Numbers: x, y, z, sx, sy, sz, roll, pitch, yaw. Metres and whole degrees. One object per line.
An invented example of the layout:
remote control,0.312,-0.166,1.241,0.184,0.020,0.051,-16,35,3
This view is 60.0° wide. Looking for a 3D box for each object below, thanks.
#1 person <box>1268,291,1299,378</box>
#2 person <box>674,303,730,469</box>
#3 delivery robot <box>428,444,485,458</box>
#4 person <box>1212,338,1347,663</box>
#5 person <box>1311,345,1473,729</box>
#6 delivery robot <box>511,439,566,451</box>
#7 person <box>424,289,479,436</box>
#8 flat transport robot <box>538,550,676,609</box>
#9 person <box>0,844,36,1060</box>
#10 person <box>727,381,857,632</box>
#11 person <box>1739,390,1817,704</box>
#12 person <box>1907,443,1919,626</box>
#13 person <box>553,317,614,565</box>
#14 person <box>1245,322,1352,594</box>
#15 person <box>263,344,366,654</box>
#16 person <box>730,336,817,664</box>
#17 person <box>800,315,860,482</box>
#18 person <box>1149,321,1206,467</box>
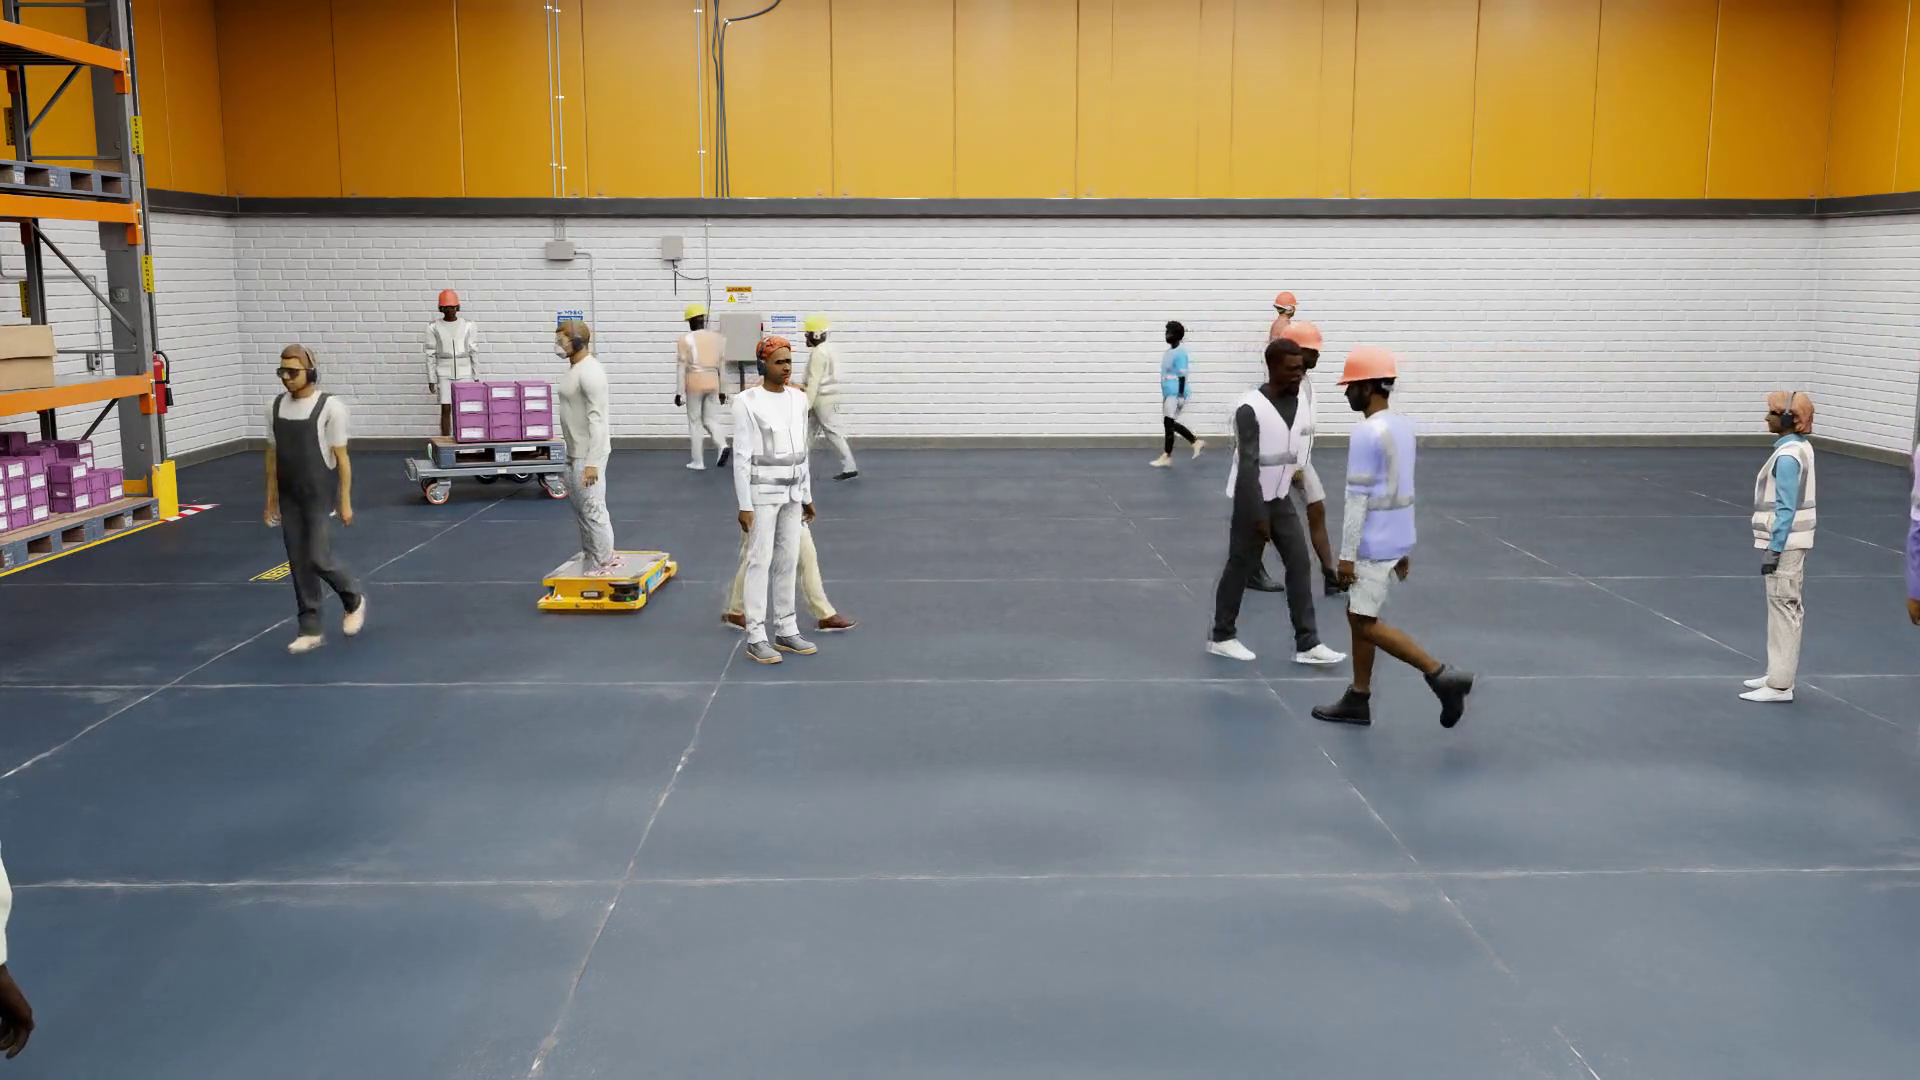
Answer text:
person,3.890,-1.988,20.029,0.370,1.996,0.622,0,9,-2
person,-2.890,-1.718,18.713,0.599,1.896,0.565,-8,12,-39
delivery robot,-5.260,-0.920,17.612,0.707,0.478,0.477,-3,10,-16
person,1.818,-0.200,9.439,0.604,1.870,0.927,-9,13,-43
person,2.108,0.014,8.044,0.742,1.908,0.539,5,11,30
delivery robot,-4.562,-0.960,17.853,0.707,0.478,0.477,-6,11,-34
person,-6.025,-1.959,19.781,0.611,2.030,0.415,-4,10,-23
flat transport robot,-2.426,0.257,11.550,0.652,0.197,1.431,0,9,1
person,-1.898,0.811,2.881,0.395,1.994,0.612,4,10,21
person,-1.100,-0.199,10.325,0.844,1.582,0.488,4,10,23
person,4.304,0.038,8.711,0.310,1.637,0.519,6,11,31
person,4.297,0.147,6.962,0.611,2.008,1.036,2,10,15
person,-2.598,-0.566,11.497,0.354,1.936,0.635,-4,10,-26
person,2.382,-0.544,11.474,0.948,1.891,0.548,8,12,40
person,-3.857,-0.250,9.896,0.523,1.834,0.474,3,10,15
person,-1.068,-0.237,9.650,0.350,1.882,0.583,7,12,38
person,-1.507,-1.490,17.652,0.953,1.780,0.614,0,9,2
person,2.500,-1.668,19.007,0.628,1.680,0.541,-1,9,-9
